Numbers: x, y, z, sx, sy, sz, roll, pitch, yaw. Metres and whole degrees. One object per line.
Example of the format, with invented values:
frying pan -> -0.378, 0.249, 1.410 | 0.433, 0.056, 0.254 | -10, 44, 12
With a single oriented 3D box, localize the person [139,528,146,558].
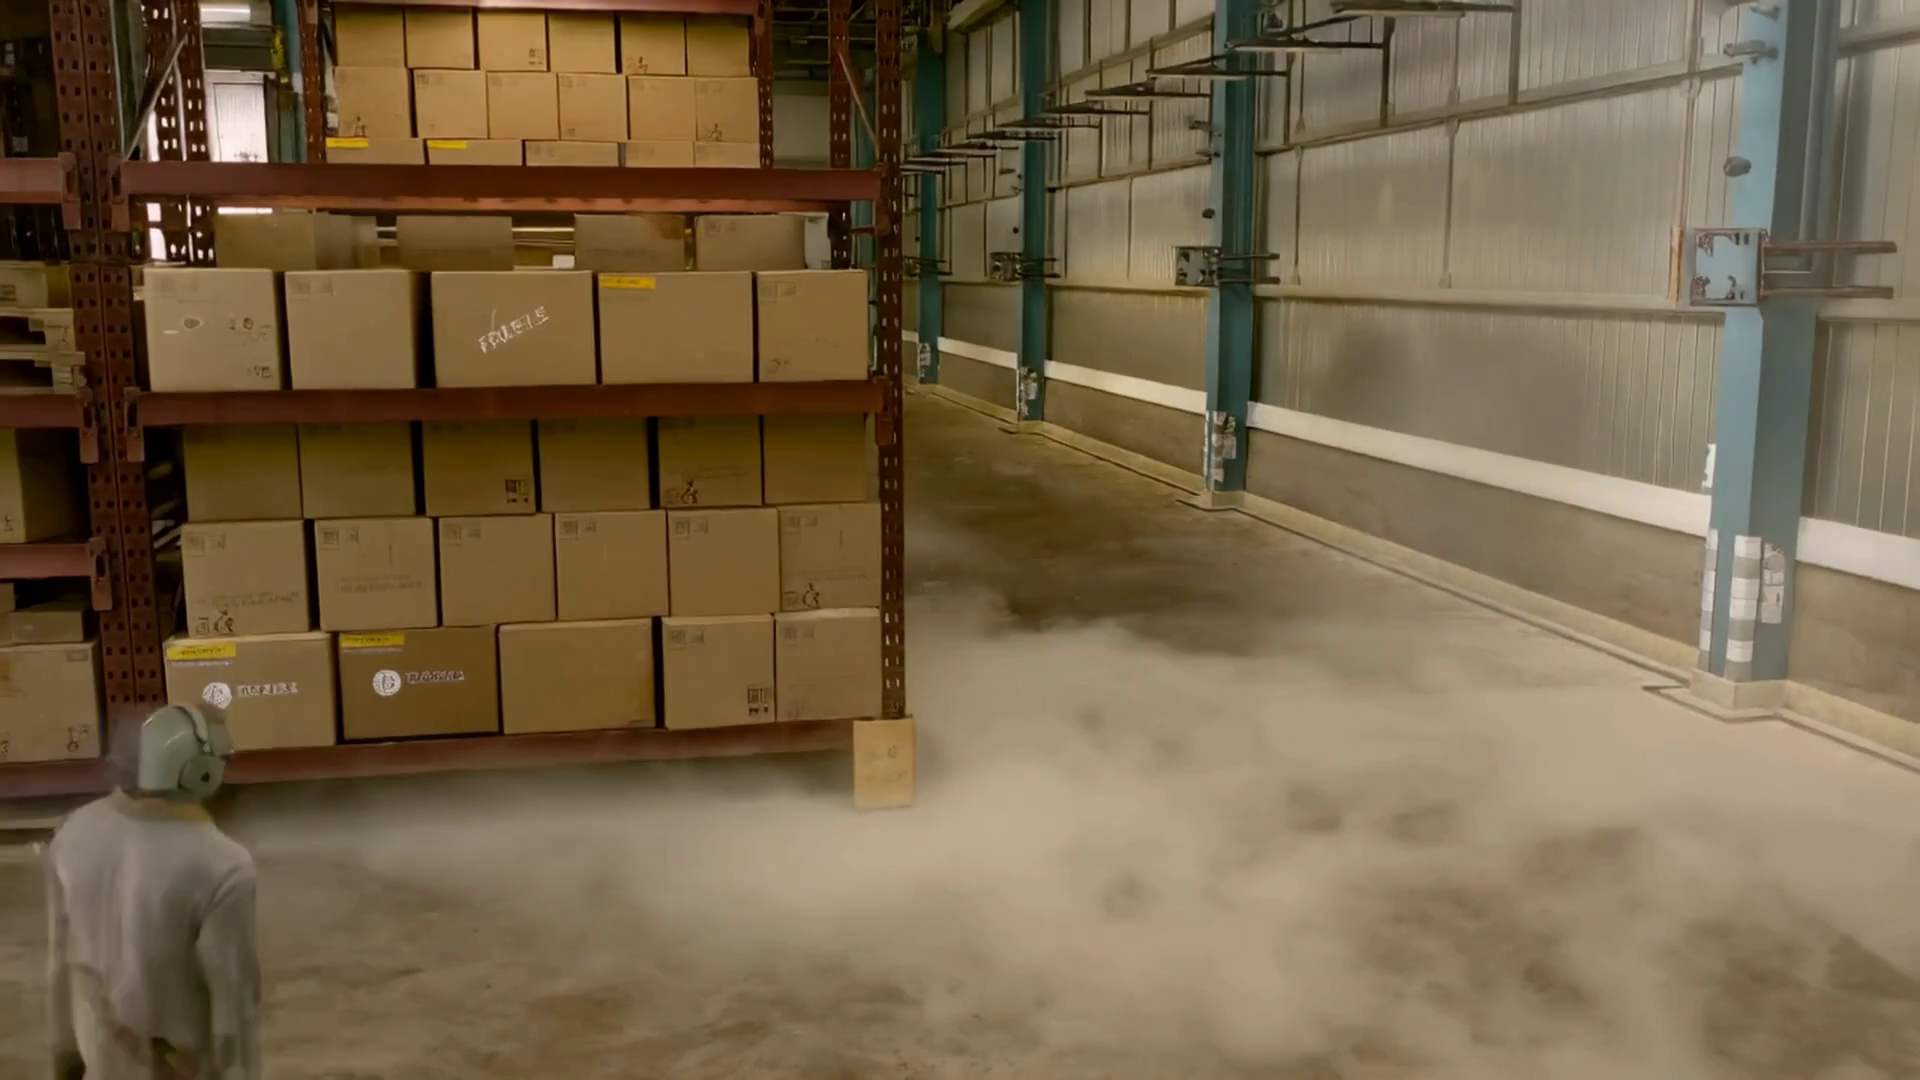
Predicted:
person -> -5.655, 0.244, 11.328 | 0.571, 1.886, 0.586 | -5, 11, -29

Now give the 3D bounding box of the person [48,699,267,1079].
person -> -2.144, 1.370, 4.503 | 0.667, 1.878, 0.435 | 4, 10, 24
